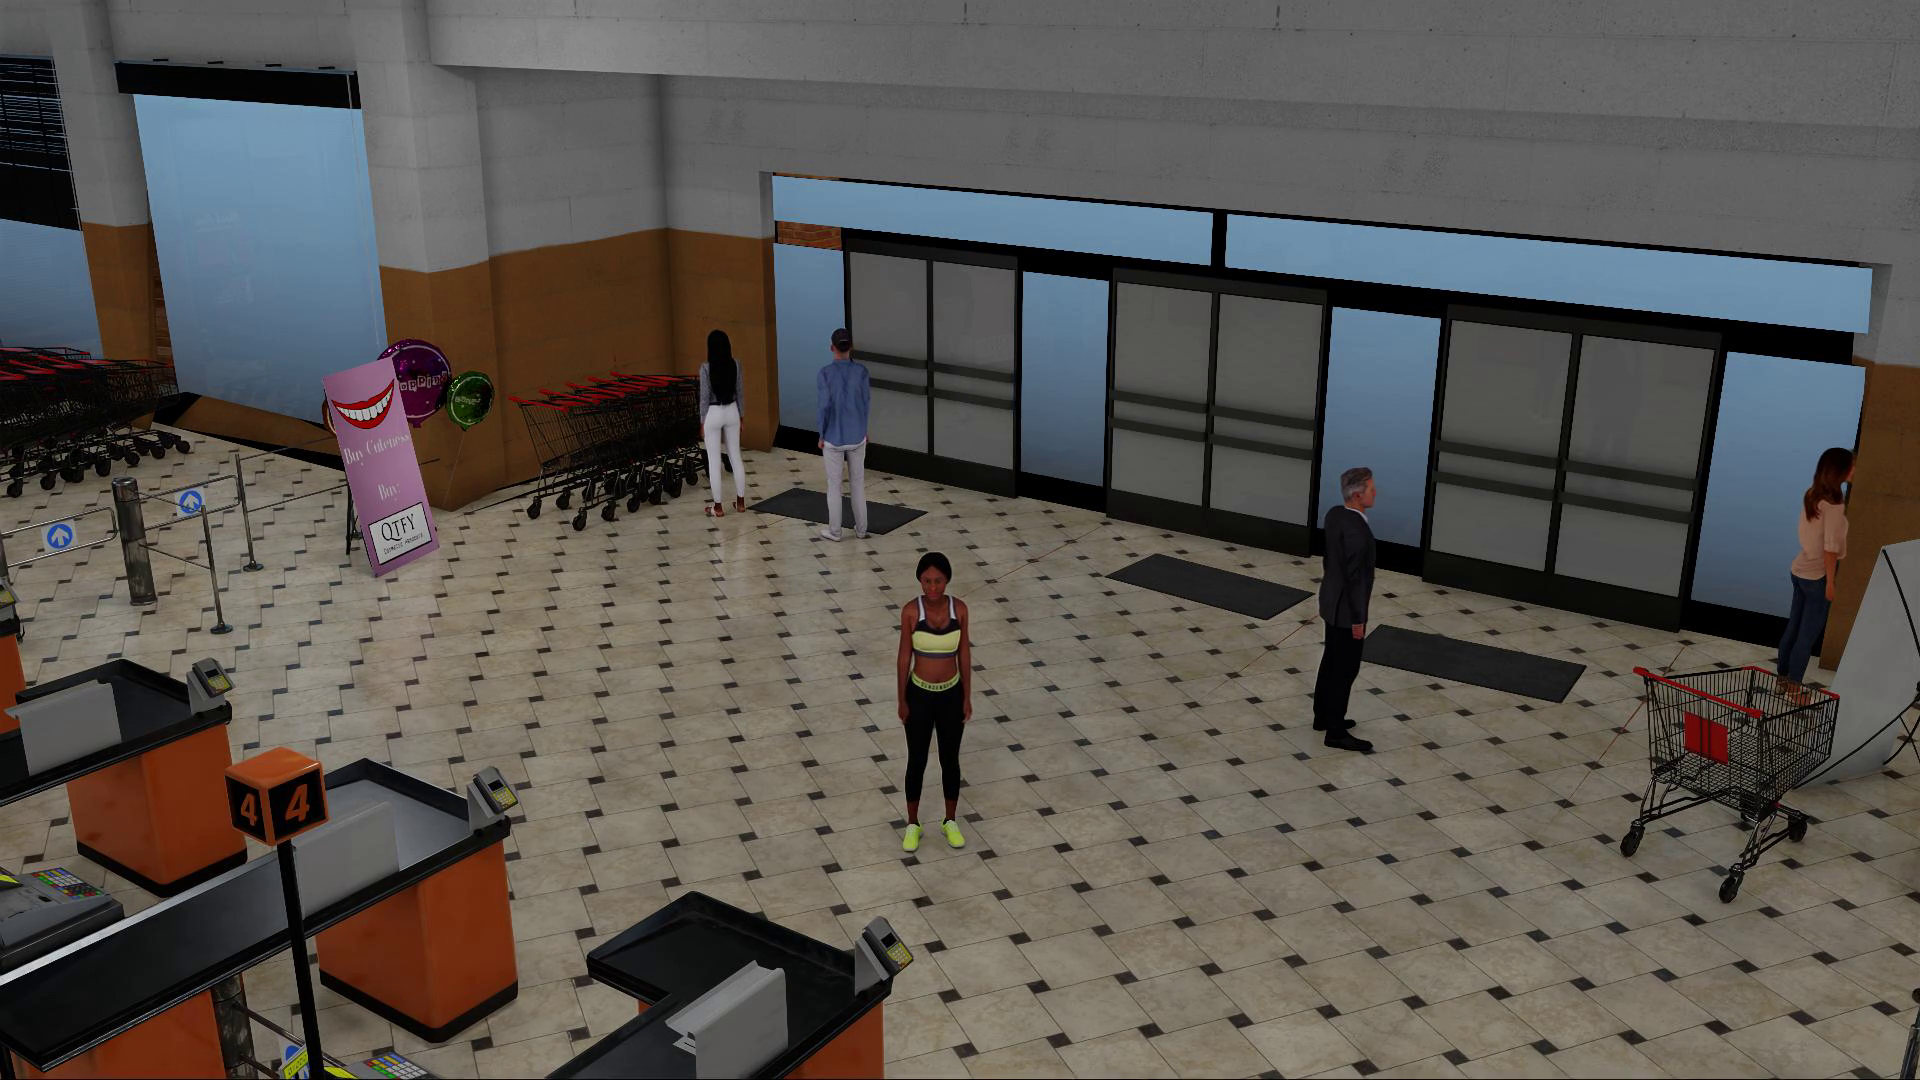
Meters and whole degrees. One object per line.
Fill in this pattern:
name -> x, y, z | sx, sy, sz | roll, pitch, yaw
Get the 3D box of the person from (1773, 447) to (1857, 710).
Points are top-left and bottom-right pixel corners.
person -> 5.736, 0.241, 11.178 | 0.731, 1.792, 0.619 | 2, 19, 6

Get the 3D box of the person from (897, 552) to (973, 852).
person -> -0.142, 0.893, 9.304 | 0.640, 1.754, 0.695 | -3, 19, -8

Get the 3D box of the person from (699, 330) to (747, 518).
person -> -2.179, -1.078, 15.194 | 0.579, 1.724, 0.729 | -12, 22, -31

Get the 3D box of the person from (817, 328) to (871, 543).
person -> -1.009, -0.914, 14.451 | 0.689, 1.888, 0.802 | -8, 20, -23

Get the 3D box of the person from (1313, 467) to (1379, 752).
person -> 2.468, 0.410, 10.600 | 0.867, 1.840, 0.773 | -1, 19, -3
